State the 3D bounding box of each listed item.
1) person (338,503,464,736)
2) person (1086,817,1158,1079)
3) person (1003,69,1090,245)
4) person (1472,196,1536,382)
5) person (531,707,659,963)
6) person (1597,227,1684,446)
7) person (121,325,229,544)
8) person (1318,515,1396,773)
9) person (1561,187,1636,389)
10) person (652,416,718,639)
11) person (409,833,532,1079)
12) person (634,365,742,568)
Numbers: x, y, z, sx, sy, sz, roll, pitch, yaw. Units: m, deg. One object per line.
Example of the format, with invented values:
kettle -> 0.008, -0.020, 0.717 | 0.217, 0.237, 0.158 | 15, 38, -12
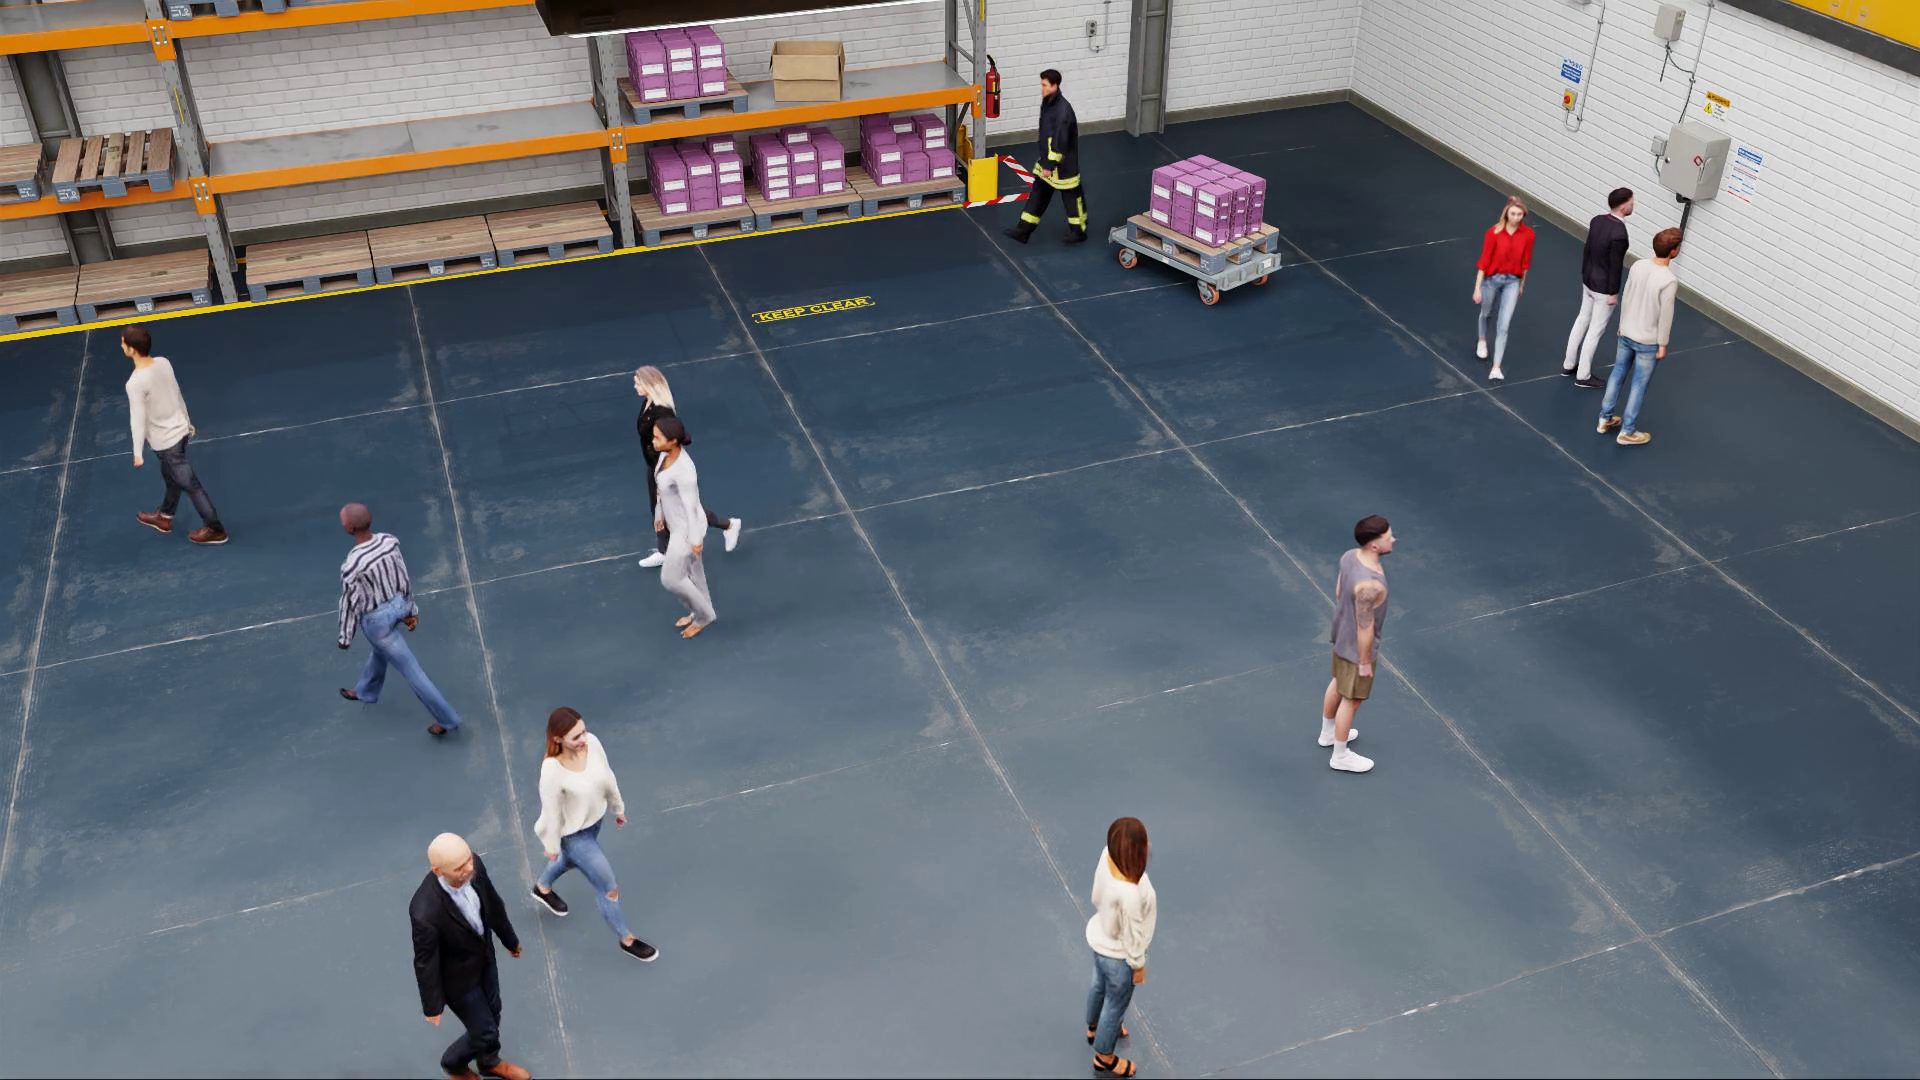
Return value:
person -> -3.584, 0.578, 10.622 | 1.259, 1.738, 1.106 | 10, 35, 14
person -> 0.789, 2.052, 8.458 | 0.587, 1.679, 0.650 | -6, 34, -9
person -> 1.117, -3.953, 17.318 | 1.210, 1.871, 0.893 | -17, 37, -24
person -> 4.874, -2.324, 15.066 | 1.163, 1.651, 1.049 | 4, 34, 6
person -> -2.165, 1.575, 9.197 | 1.168, 1.655, 1.103 | 15, 36, 21
person -> 5.706, -1.714, 13.923 | 0.585, 1.902, 0.687 | -15, 36, -21
person -> -5.868, -0.750, 12.522 | 1.099, 1.846, 0.923 | 2, 34, 3
person -> 2.486, 0.625, 10.431 | 0.663, 1.846, 0.686 | -3, 34, -4
person -> 5.684, -2.262, 14.799 | 0.616, 1.844, 0.694 | -5, 34, -8
person -> -1.860, -0.126, 11.694 | 0.586, 1.723, 0.619 | -12, 35, -17
person -> -2.534, 2.098, 8.293 | 0.890, 1.784, 0.858 | 8, 35, 12
person -> -2.080, -0.536, 12.367 | 1.008, 1.661, 0.636 | -15, 36, -21
